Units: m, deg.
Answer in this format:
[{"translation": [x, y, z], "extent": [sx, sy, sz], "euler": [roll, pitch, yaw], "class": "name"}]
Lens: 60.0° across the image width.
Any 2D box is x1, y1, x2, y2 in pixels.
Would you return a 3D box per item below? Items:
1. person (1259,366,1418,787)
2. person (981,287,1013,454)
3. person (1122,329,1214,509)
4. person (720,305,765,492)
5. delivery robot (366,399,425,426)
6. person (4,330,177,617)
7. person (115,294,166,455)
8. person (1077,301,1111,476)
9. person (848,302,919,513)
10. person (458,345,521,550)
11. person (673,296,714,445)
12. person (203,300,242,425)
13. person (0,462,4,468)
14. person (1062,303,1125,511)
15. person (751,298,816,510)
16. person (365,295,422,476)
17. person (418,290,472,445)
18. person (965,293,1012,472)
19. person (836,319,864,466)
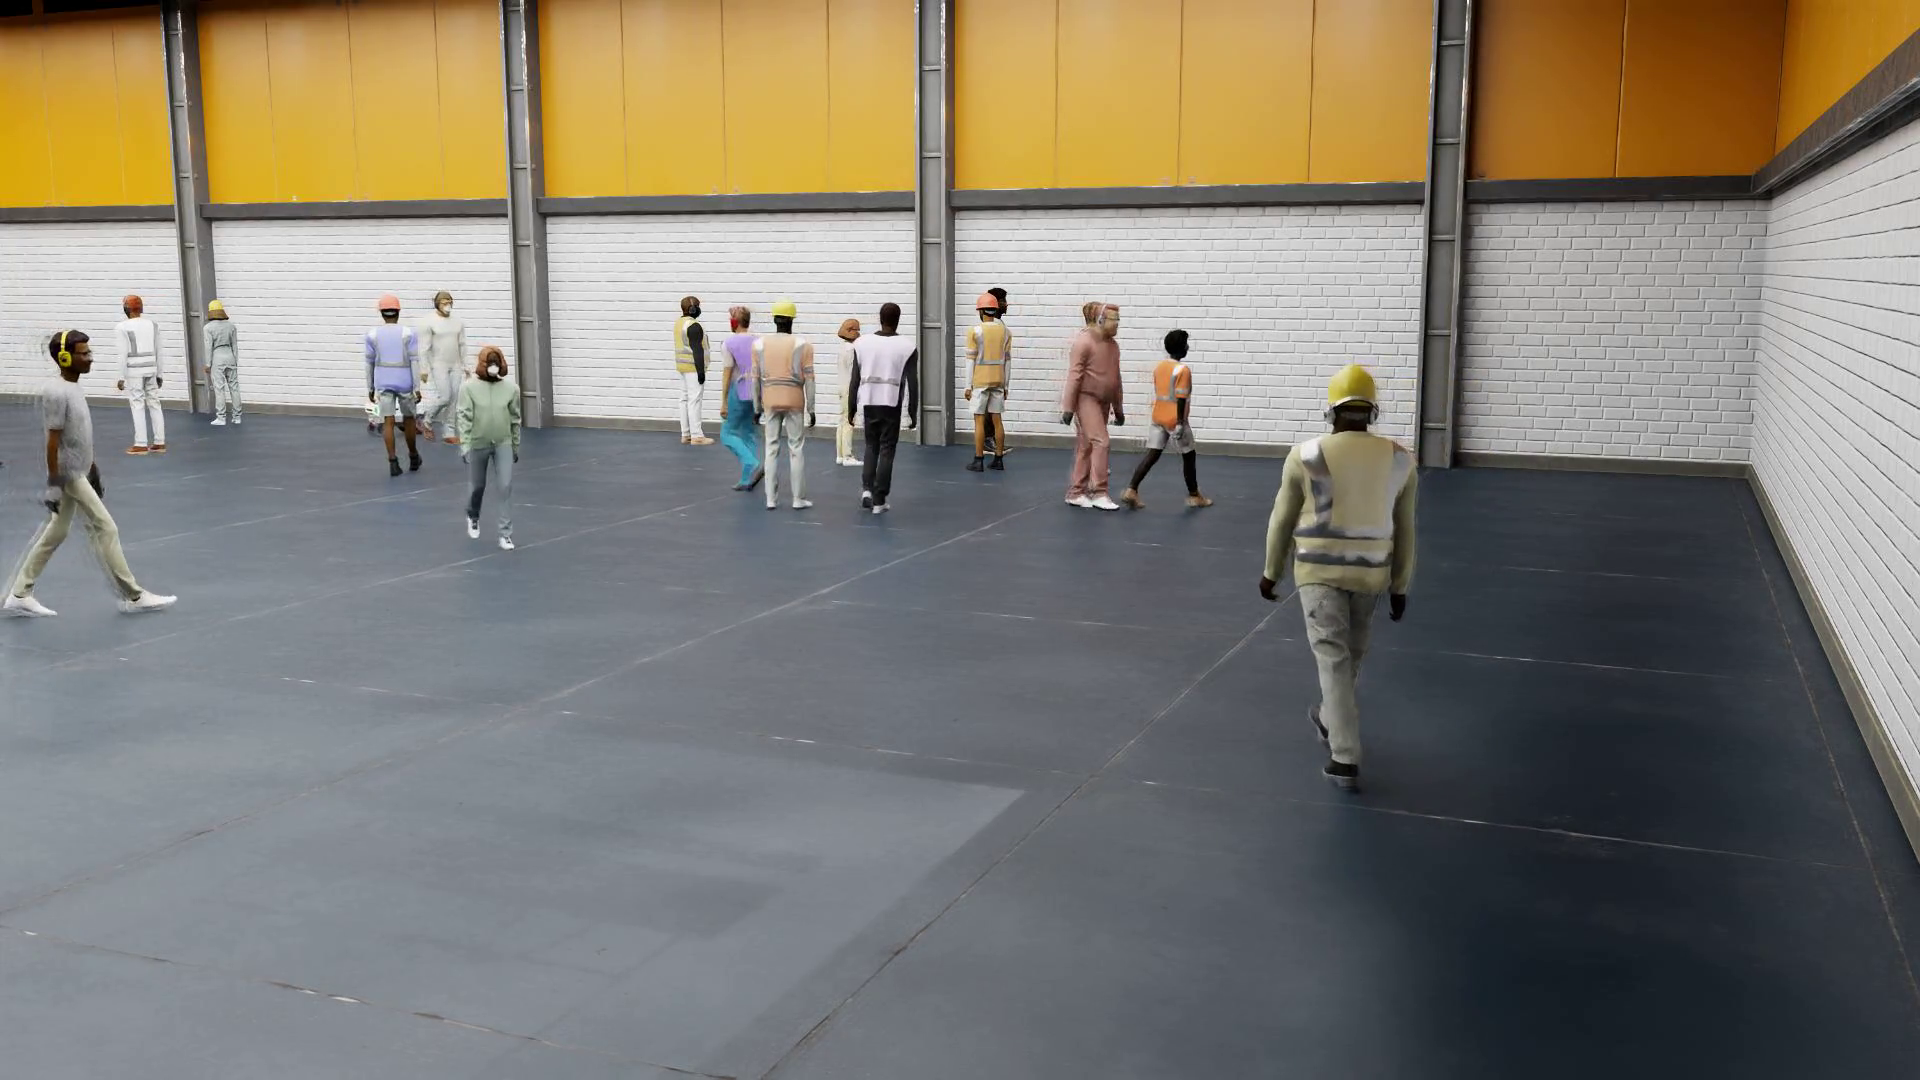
[{"translation": [1.655, 0.131, 7.324], "extent": [0.602, 1.784, 0.921], "euler": [-1, 9, -7], "class": "person"}, {"translation": [0.429, -1.997, 19.668], "extent": [0.367, 1.966, 0.606], "euler": [3, 10, 16], "class": "person"}, {"translation": [1.886, -1.092, 15.140], "extent": [0.889, 1.655, 0.540], "euler": [-5, 10, -26], "class": "person"}, {"translation": [-2.093, -1.362, 16.220], "extent": [0.466, 1.832, 0.586], "euler": [6, 11, 34], "class": "person"}, {"translation": [-7.412, -1.697, 21.832], "extent": [0.707, 0.478, 0.477], "euler": [-8, 12, -41], "class": "delivery robot"}, {"translation": [-5.601, -0.412, 10.510], "extent": [0.994, 1.831, 0.534], "euler": [-3, 10, -19], "class": "person"}, {"translation": [-9.665, -1.948, 19.615], "extent": [0.337, 1.883, 0.584], "euler": [5, 10, 27], "class": "person"}, {"translation": [1.406, -1.602, 17.644], "extent": [0.345, 1.846, 0.508], "euler": [-2, 10, -10], "class": "person"}, {"translation": [-0.687, -1.187, 14.971], "extent": [0.638, 1.892, 0.455], "euler": [2, 10, 11], "class": "person"}, {"translation": [-3.743, -0.753, 13.218], "extent": [0.510, 1.606, 0.751], "euler": [-5, 11, -28], "class": "person"}, {"translation": [-3.323, -2.111, 20.731], "extent": [0.429, 1.847, 0.627], "euler": [-6, 11, -31], "class": "person"}, {"translation": [-10.353, -2.481, 23.302], "extent": [0.311, 1.735, 0.483], "euler": [7, 12, 36], "class": "person"}, {"translation": [-10.781, -1.678, 18.141], "extent": [0.590, 1.833, 0.404], "euler": [5, 11, 29], "class": "person"}, {"translation": [1.298, -1.192, 15.065], "extent": [0.797, 1.869, 0.667], "euler": [6, 11, 34], "class": "person"}, {"translation": [-1.598, -1.233, 15.156], "extent": [0.594, 1.924, 0.381], "euler": [1, 9, 8], "class": "person"}, {"translation": [-6.039, -1.658, 17.788], "extent": [0.571, 1.904, 0.802], "euler": [-2, 10, -10], "class": "person"}, {"translation": [-6.385, -2.122, 20.582], "extent": [0.504, 1.920, 0.628], "euler": [6, 11, 34], "class": "person"}, {"translation": [0.289, -1.701, 18.005], "extent": [0.538, 1.930, 0.378], "euler": [-5, 11, -28], "class": "person"}, {"translation": [-1.230, -1.647, 18.549], "extent": [0.268, 1.632, 0.506], "euler": [-3, 10, -19], "class": "person"}]
